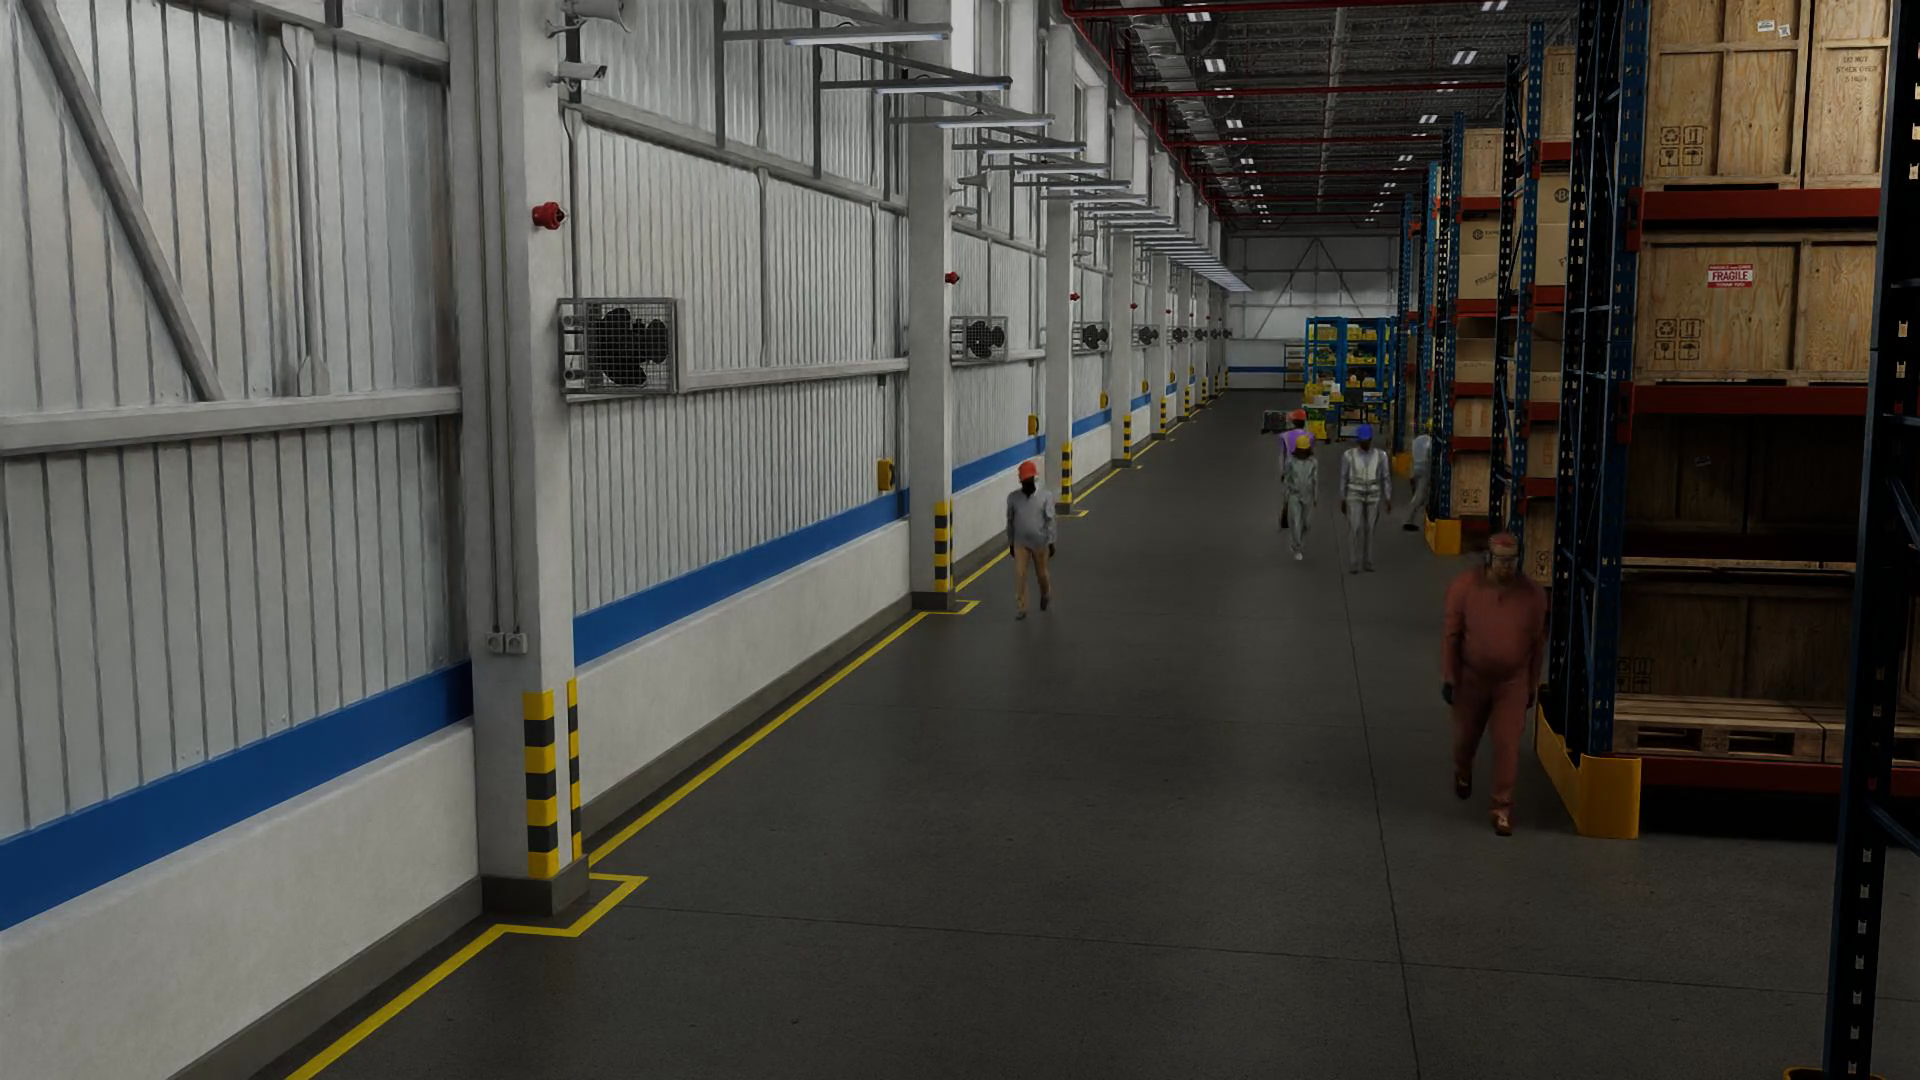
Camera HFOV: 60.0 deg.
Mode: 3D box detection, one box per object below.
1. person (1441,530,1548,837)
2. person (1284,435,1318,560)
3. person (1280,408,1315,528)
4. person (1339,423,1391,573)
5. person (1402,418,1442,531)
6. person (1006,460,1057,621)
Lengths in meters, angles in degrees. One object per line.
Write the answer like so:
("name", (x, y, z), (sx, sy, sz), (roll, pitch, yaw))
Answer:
("person", (3.360, 0.855, 10.503), (0.642, 1.879, 0.770), (2, 7, 12))
("person", (4.649, -0.588, 22.747), (0.486, 1.717, 0.486), (-1, 7, -6))
("person", (5.272, -1.098, 26.024), (0.548, 1.920, 0.507), (4, 8, 29))
("person", (5.222, -0.541, 21.468), (0.621, 1.947, 0.434), (0, 7, 3))
("person", (7.323, -1.018, 25.963), (0.992, 1.763, 0.596), (-2, 7, -18))
("person", (0.787, -0.017, 18.089), (0.566, 1.735, 0.686), (2, 7, 14))
